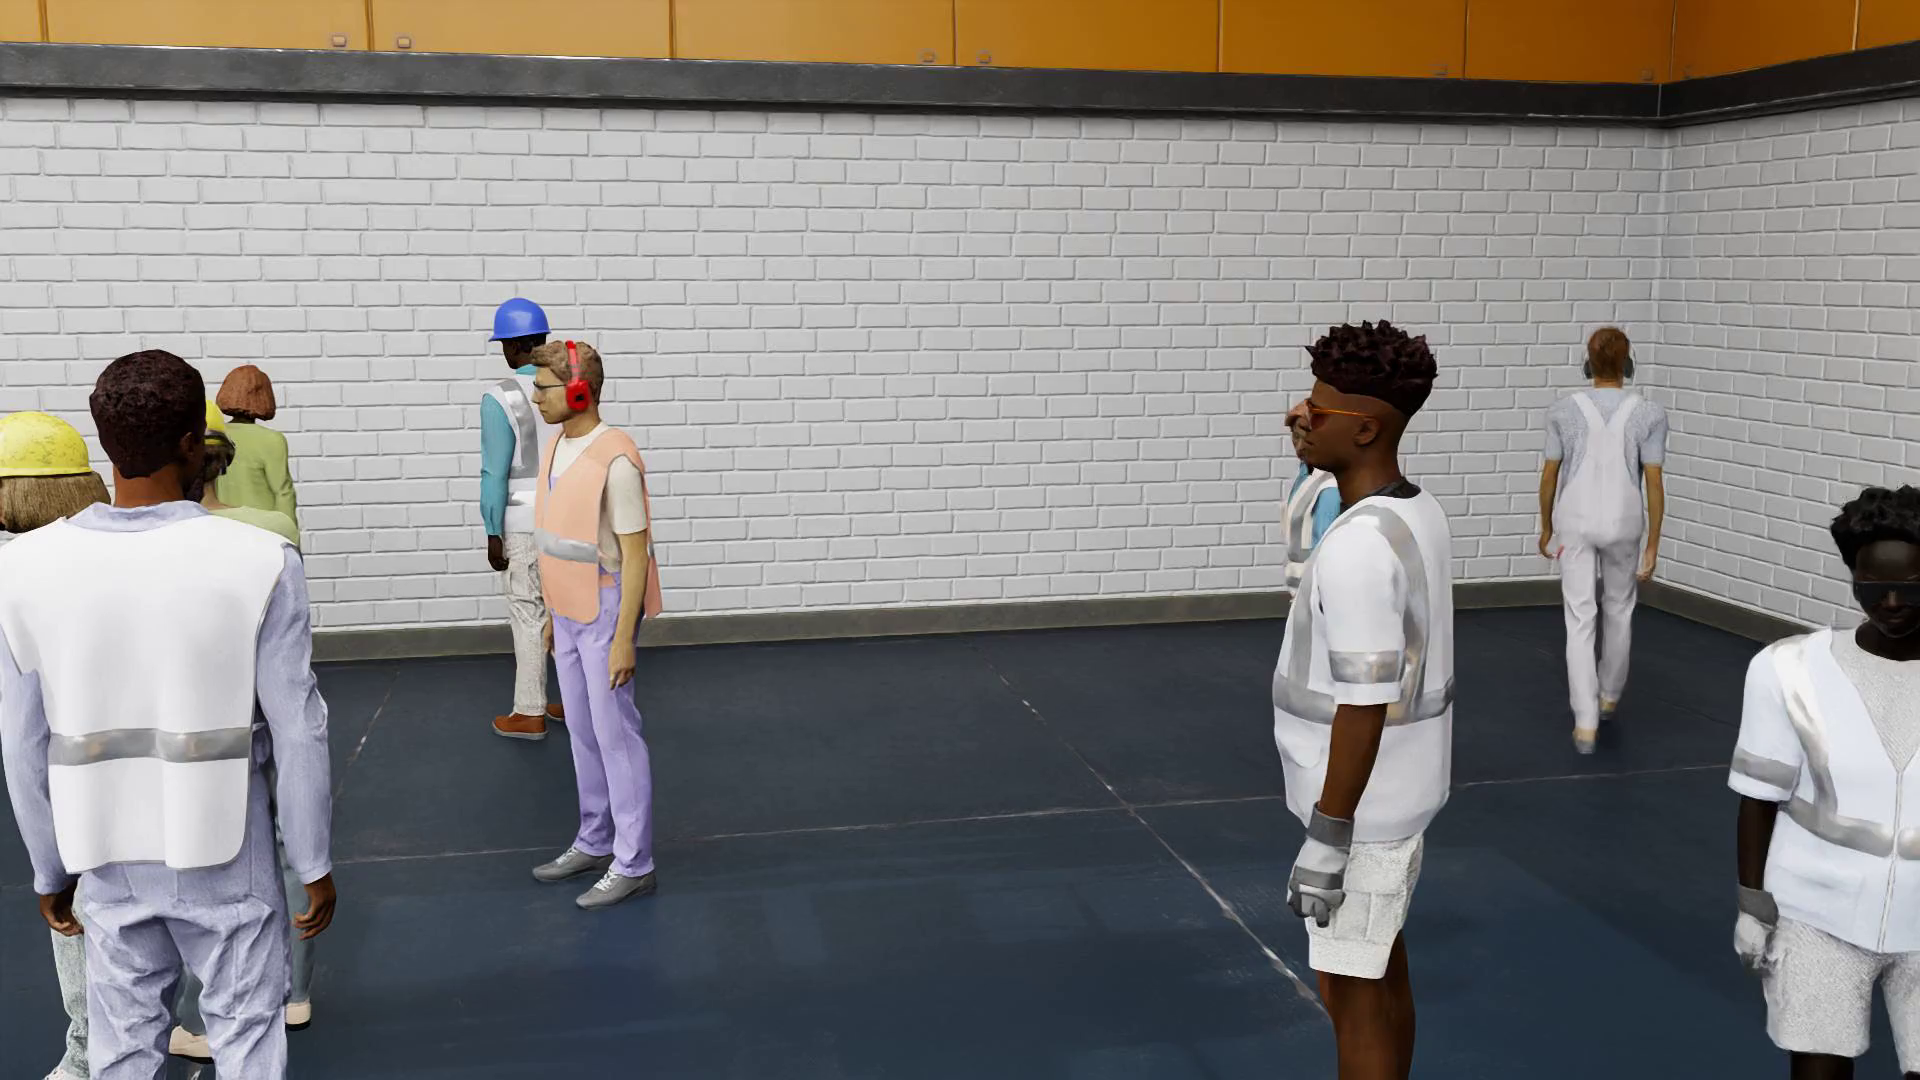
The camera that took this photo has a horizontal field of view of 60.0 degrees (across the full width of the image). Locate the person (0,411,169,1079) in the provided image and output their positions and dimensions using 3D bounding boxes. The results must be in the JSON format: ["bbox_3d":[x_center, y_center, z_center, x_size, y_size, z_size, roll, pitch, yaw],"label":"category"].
[{"bbox_3d":[-2.116,0.566,3.933,0.486,1.744,0.294,8,12,40],"label":"person"}]

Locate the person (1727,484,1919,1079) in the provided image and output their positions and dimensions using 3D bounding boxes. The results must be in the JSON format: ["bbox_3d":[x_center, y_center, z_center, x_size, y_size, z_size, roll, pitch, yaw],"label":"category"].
[{"bbox_3d":[1.742,0.720,3.166,0.549,1.678,0.398,4,10,24],"label":"person"}]

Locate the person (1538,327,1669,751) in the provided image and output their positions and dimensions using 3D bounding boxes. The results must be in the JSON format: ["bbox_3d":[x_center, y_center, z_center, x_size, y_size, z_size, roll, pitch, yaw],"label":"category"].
[{"bbox_3d":[2.831,-0.032,7.382,0.505,1.800,0.925,3,10,18],"label":"person"}]

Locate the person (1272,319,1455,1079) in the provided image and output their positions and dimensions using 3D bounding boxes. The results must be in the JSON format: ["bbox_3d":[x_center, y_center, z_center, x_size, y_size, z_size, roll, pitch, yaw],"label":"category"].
[{"bbox_3d":[0.832,0.527,3.490,0.365,1.966,0.608,4,10,24],"label":"person"}]

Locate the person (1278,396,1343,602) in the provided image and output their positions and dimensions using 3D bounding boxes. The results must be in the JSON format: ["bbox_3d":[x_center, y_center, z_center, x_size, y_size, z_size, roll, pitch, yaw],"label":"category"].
[{"bbox_3d":[1.366,0.238,6.342,0.329,1.608,0.659,1,9,7],"label":"person"}]

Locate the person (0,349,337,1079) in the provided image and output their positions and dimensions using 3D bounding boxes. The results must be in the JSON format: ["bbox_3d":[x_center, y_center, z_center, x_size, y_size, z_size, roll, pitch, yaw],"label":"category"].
[{"bbox_3d":[-1.502,0.600,3.190,0.590,1.919,0.392,-1,9,-3],"label":"person"}]

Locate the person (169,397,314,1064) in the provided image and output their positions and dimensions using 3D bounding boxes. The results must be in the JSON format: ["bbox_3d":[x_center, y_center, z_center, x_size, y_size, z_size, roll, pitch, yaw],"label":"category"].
[{"bbox_3d":[-1.965,0.483,4.368,0.313,1.768,0.522,8,12,41],"label":"person"}]

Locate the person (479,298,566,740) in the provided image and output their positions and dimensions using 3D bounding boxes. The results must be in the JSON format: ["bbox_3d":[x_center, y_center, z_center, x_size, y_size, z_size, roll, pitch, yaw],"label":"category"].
[{"bbox_3d":[-1.863,-0.090,7.345,0.417,1.939,0.605,7,11,35],"label":"person"}]

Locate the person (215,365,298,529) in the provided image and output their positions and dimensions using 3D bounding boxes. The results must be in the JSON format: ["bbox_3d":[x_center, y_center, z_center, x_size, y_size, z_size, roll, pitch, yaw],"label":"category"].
[{"bbox_3d":[-3.216,0.023,7.574,0.503,1.632,0.274,4,10,22],"label":"person"}]

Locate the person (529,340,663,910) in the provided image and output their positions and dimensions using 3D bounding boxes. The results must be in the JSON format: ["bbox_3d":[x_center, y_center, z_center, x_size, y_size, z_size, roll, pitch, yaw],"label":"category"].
[{"bbox_3d":[-1.185,0.268,5.443,0.374,1.840,0.568,-7,12,-36],"label":"person"}]
